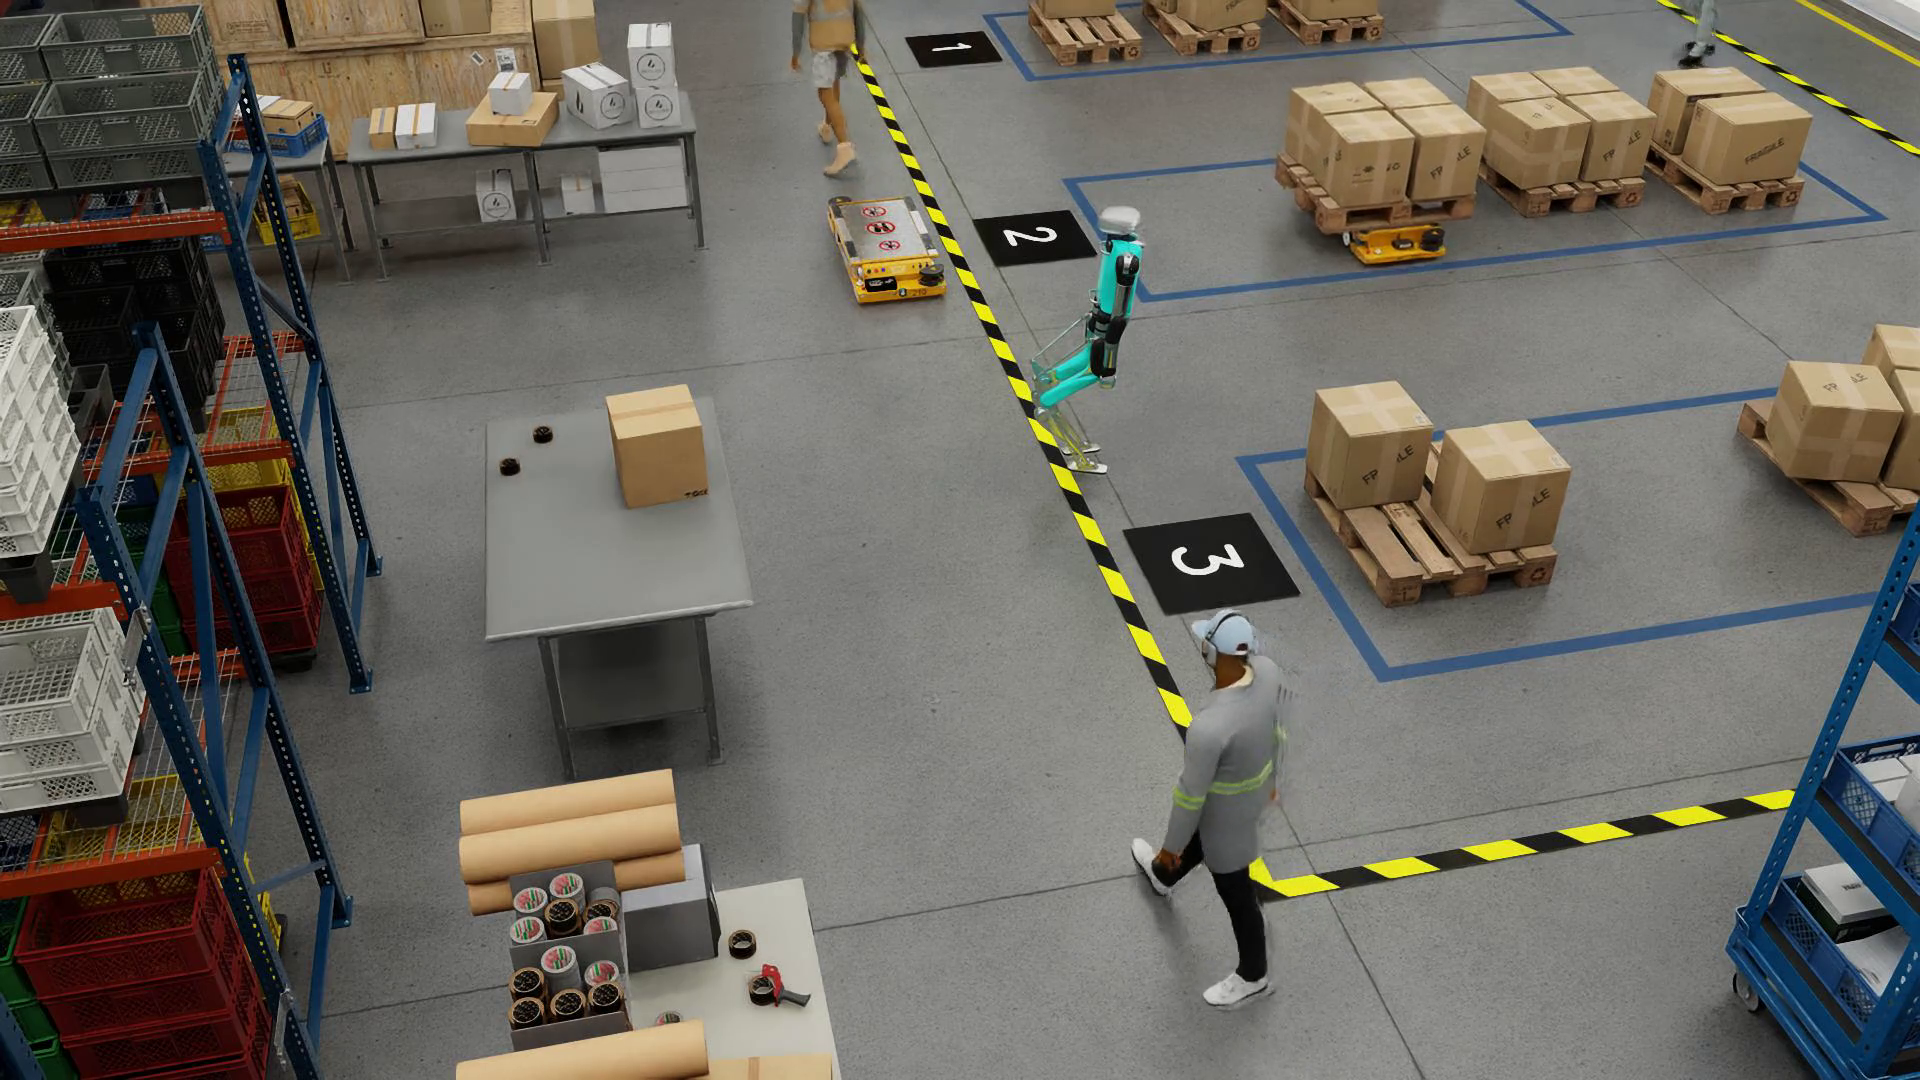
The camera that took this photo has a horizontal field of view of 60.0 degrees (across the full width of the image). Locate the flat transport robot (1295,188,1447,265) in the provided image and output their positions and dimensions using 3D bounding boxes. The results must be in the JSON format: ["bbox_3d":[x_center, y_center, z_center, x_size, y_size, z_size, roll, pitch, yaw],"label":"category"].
[{"bbox_3d":[3.194,-2.582,13.000,0.652,0.197,1.431,-8,37,-10],"label":"flat transport robot"}]

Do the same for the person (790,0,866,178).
[{"bbox_3d":[-1.024,-4.047,13.565,0.681,1.975,1.000,-21,42,-26],"label":"person"}]

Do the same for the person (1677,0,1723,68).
[{"bbox_3d":[7.027,-5.301,15.421,0.414,1.776,0.665,7,37,9],"label":"person"}]

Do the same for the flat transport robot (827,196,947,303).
[{"bbox_3d":[-0.570,-2.220,12.538,0.659,0.231,1.431,-8,37,-10],"label":"flat transport robot"}]

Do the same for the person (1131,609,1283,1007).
[{"bbox_3d":[1.023,1.062,6.851,0.862,1.790,0.657,21,41,26],"label":"person"}]

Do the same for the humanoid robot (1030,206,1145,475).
[{"bbox_3d":[0.677,-1.167,9.780,0.735,1.677,0.533,-1,37,-1],"label":"humanoid robot"}]
